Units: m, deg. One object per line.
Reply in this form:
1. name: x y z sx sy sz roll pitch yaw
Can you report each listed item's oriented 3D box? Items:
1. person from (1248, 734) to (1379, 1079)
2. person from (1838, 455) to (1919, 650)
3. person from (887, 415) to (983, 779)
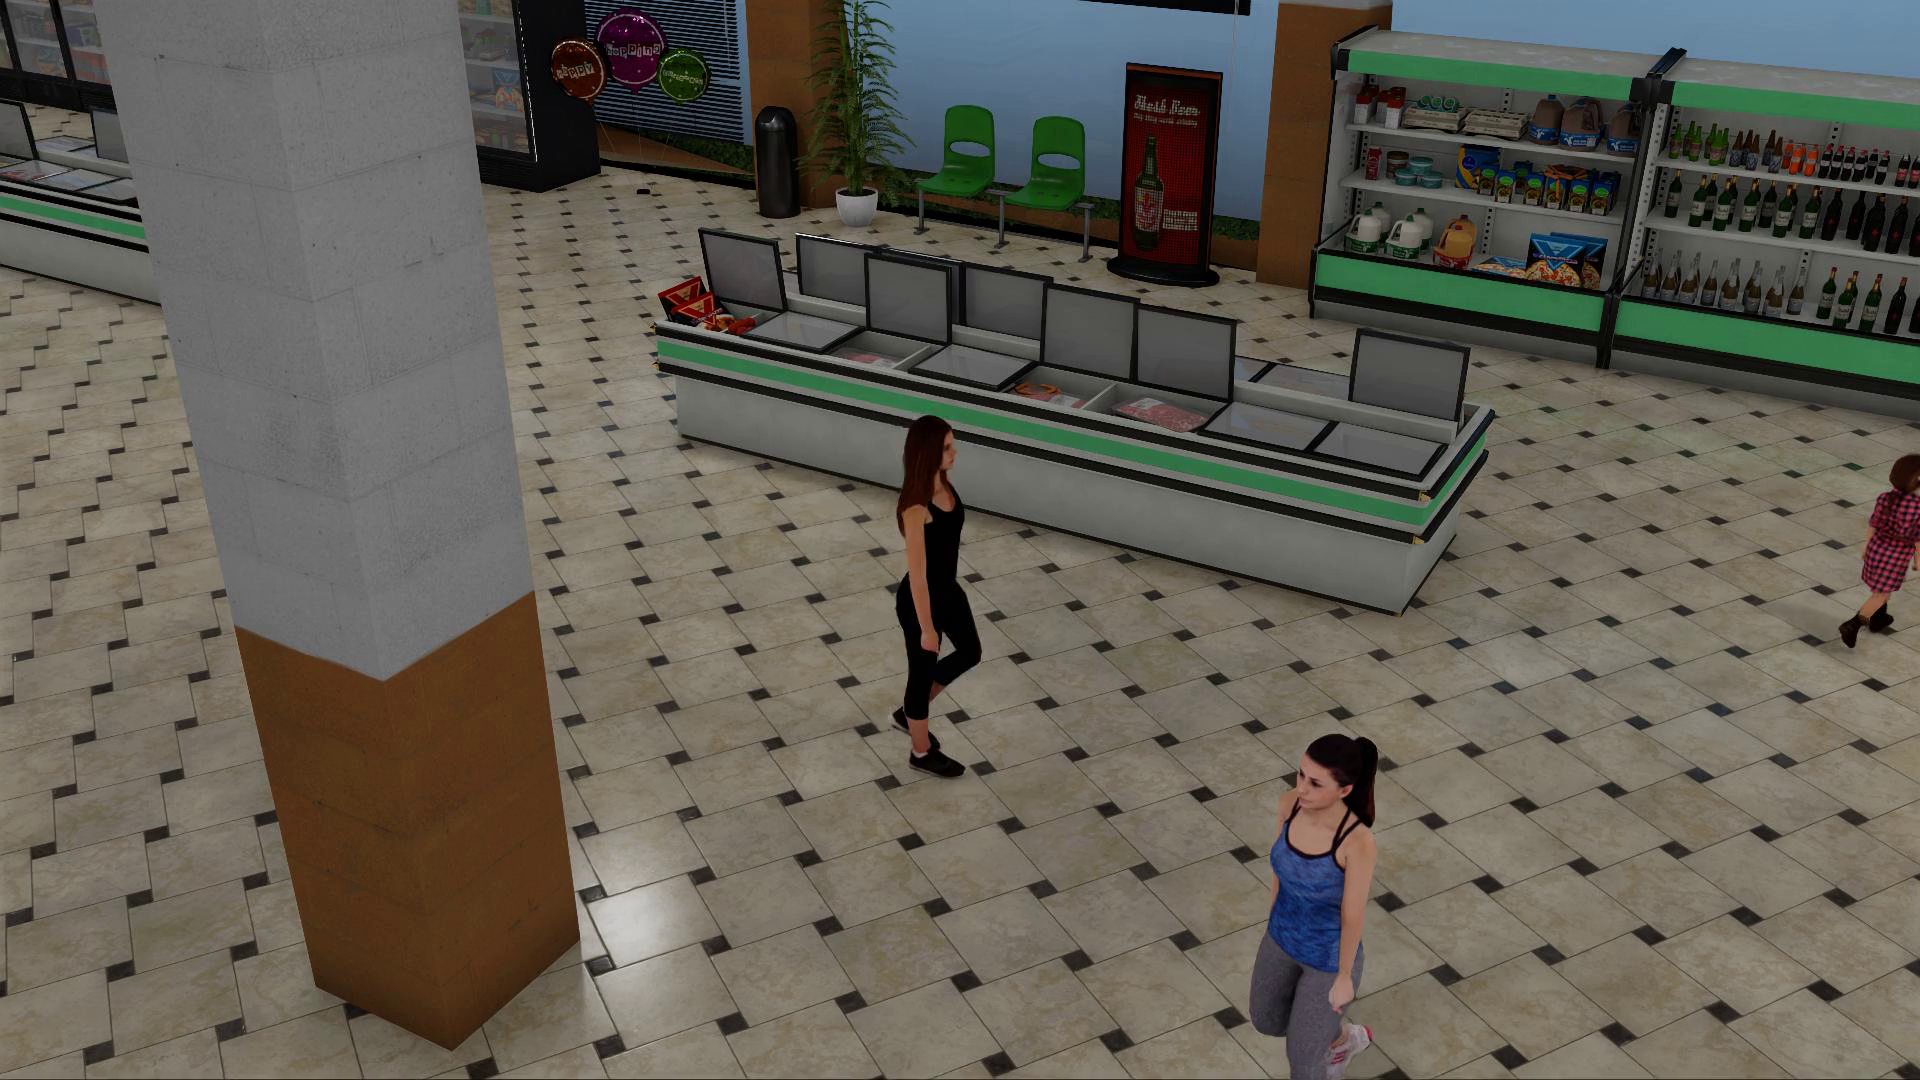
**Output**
1. person: 1.168 1.282 5.268 0.836 1.597 0.839 -16 31 -28
2. person: 4.636 0.069 8.310 0.691 1.009 0.734 -16 31 -28
3. person: -0.201 0.251 7.164 0.681 1.721 0.639 10 29 19
